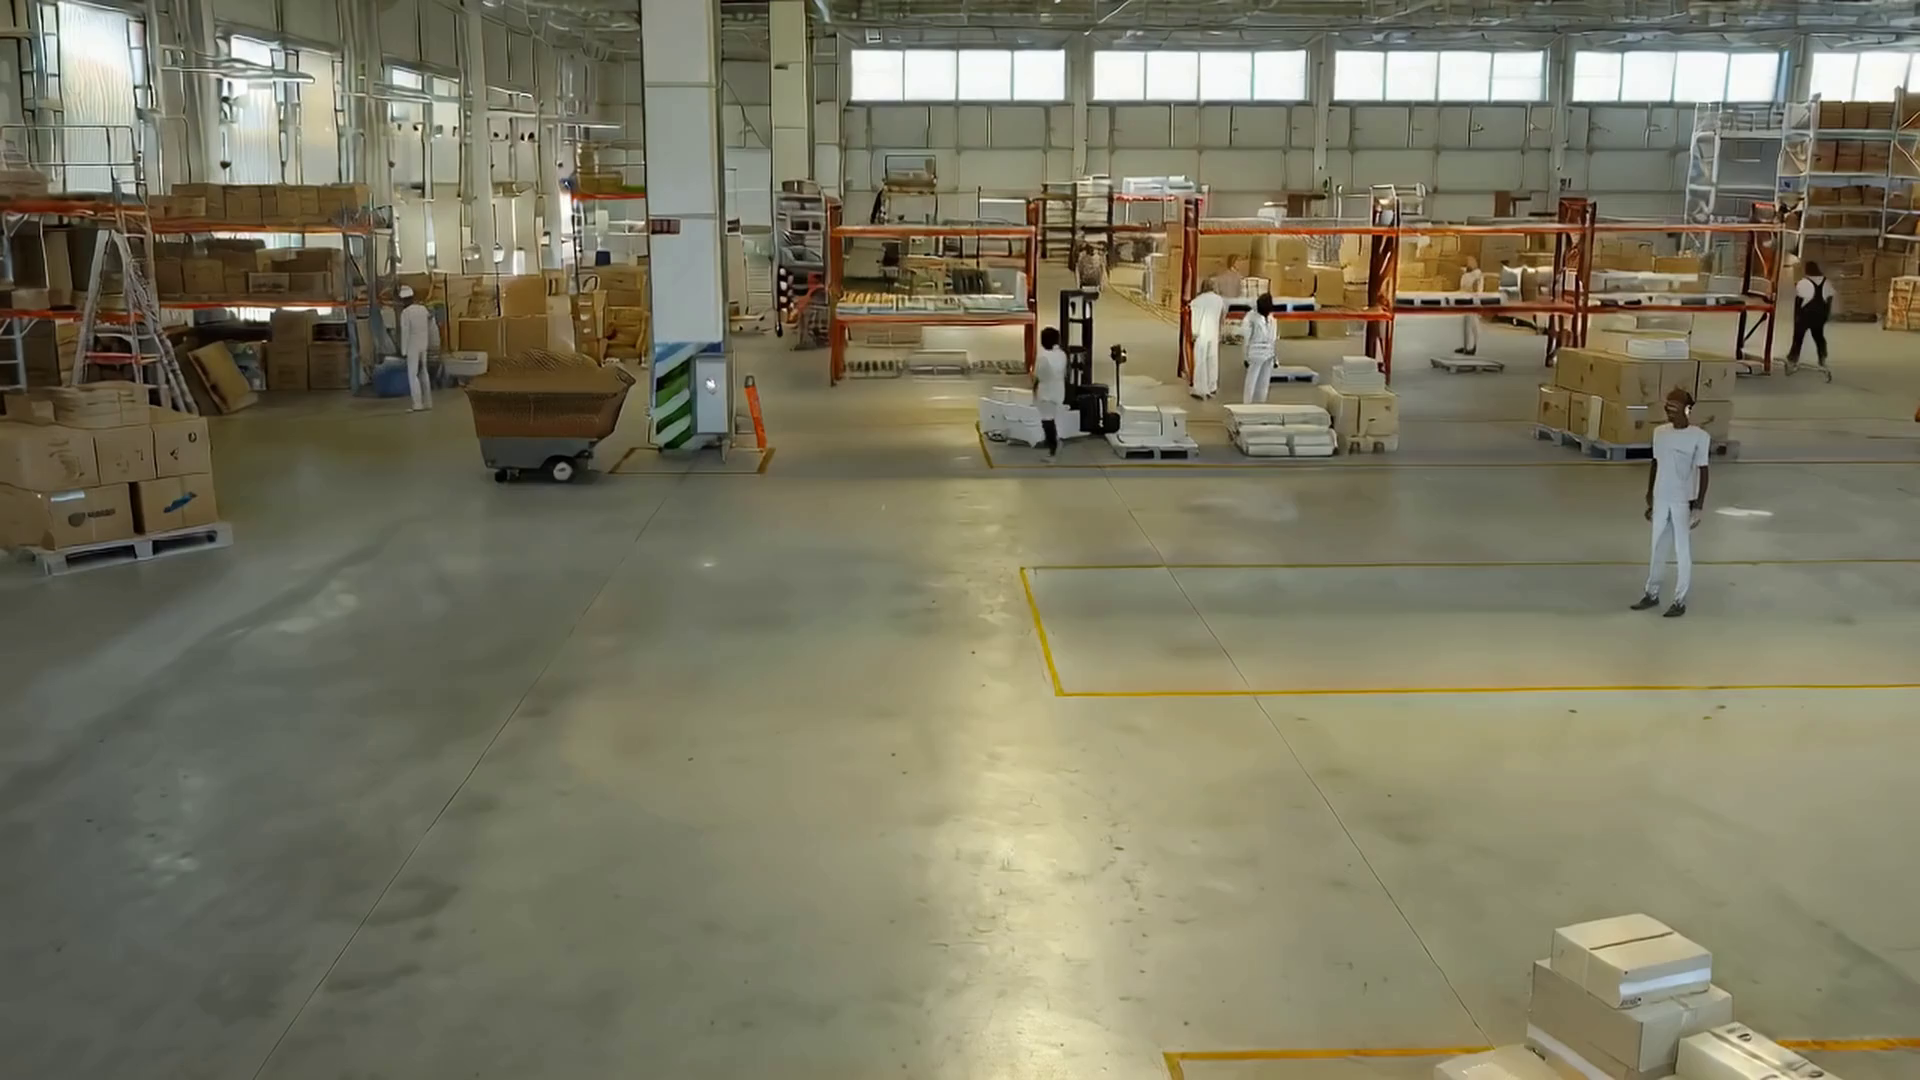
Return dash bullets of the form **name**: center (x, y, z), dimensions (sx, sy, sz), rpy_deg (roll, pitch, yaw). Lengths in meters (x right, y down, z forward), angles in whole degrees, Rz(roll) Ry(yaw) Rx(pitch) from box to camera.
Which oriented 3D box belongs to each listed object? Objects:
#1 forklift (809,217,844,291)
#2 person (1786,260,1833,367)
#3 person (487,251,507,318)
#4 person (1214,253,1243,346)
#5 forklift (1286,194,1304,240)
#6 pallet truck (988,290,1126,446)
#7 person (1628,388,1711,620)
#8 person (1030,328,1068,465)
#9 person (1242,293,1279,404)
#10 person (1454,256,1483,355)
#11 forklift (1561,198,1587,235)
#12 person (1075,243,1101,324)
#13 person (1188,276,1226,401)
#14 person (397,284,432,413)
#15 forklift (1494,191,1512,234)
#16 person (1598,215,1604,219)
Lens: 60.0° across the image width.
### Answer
- **forklift**: center (-4.375, -8.619, 48.637), dimensions (1.873, 2.768, 1.129), rpy_deg (0, 12, -2)
- **person**: center (15.629, -4.178, 30.494), dimensions (0.696, 2.000, 1.057), rpy_deg (0, 12, -2)
- **person**: center (-11.416, -6.265, 40.858), dimensions (0.523, 1.631, 0.324), rpy_deg (12, 17, 43)
- **person**: center (5.538, -4.919, 34.126), dimensions (0.667, 1.914, 0.615), rpy_deg (-7, 15, -30)
- **forklift**: center (11.014, -9.999, 54.867), dimensions (1.873, 2.768, 1.129), rpy_deg (0, 12, -2)
- **pallet truck**: center (1.257, -2.299, 22.111), dimensions (1.885, 1.965, 0.823), rpy_deg (-9, 15, -35)
- **person**: center (5.732, -0.292, 13.356), dimensions (0.333, 1.866, 0.515), rpy_deg (-8, 15, -32)
- **person**: center (1.064, -1.758, 20.365), dimensions (0.456, 1.678, 0.556), rpy_deg (10, 16, 39)
- **person**: center (4.340, -2.619, 23.921), dimensions (0.624, 1.841, 0.430), rpy_deg (-7, 14, -30)
- **person**: center (10.015, -4.607, 32.665), dimensions (0.352, 1.937, 0.635), rpy_deg (-2, 13, -10)
- **forklift**: center (17.204, -8.212, 46.797), dimensions (1.873, 2.768, 1.129), rpy_deg (0, 12, -2)
- **person**: center (3.001, -6.016, 39.074), dimensions (0.619, 1.911, 0.425), rpy_deg (0, 12, 2)
- **person**: center (3.869, -3.164, 26.147), dimensions (0.638, 1.938, 0.356), rpy_deg (-6, 14, -25)
- **person**: center (-8.143, -2.848, 24.781), dimensions (0.394, 1.917, 0.588), rpy_deg (4, 13, 19)
- **forklift**: center (20.445, -11.777, 62.895), dimensions (1.873, 2.768, 1.129), rpy_deg (0, 12, -2)
- **person**: center (25.083, -11.800, 65.277), dimensions (0.571, 1.885, 1.008), rpy_deg (4, 13, 19)
